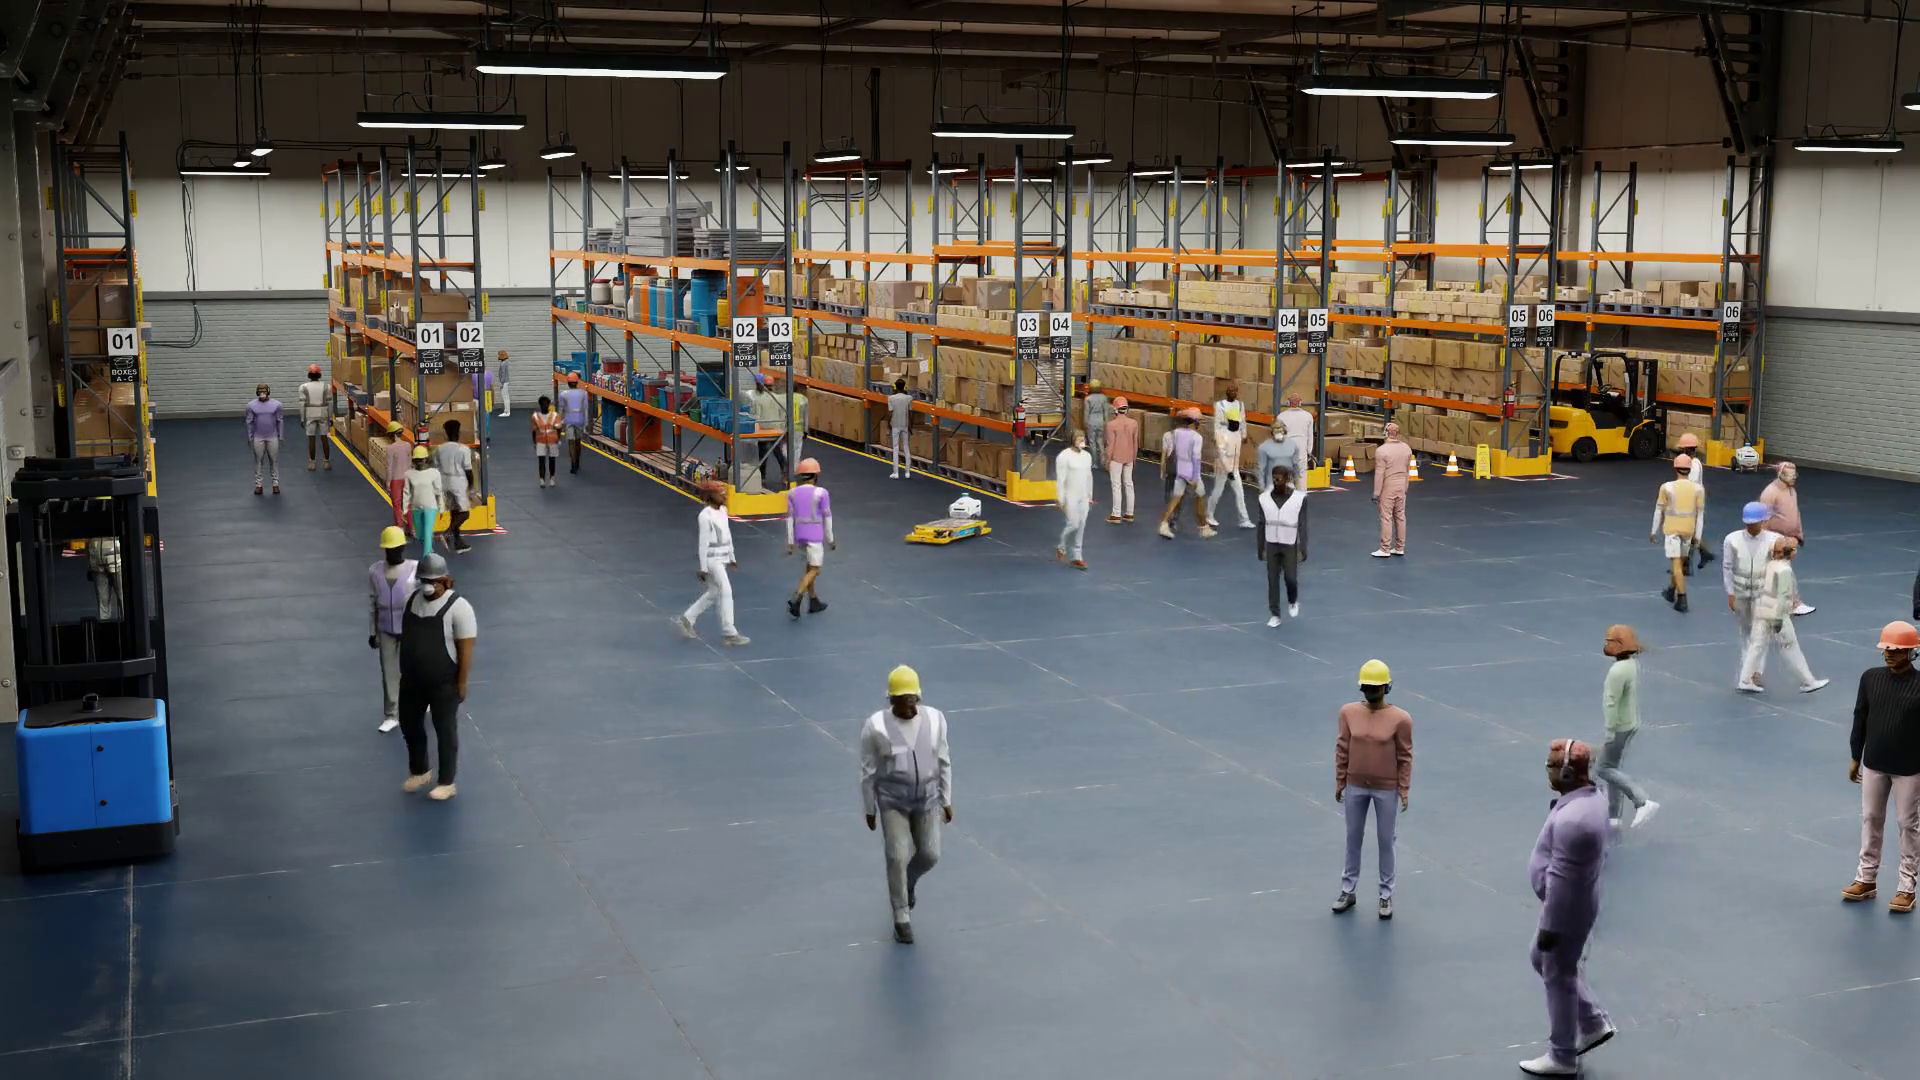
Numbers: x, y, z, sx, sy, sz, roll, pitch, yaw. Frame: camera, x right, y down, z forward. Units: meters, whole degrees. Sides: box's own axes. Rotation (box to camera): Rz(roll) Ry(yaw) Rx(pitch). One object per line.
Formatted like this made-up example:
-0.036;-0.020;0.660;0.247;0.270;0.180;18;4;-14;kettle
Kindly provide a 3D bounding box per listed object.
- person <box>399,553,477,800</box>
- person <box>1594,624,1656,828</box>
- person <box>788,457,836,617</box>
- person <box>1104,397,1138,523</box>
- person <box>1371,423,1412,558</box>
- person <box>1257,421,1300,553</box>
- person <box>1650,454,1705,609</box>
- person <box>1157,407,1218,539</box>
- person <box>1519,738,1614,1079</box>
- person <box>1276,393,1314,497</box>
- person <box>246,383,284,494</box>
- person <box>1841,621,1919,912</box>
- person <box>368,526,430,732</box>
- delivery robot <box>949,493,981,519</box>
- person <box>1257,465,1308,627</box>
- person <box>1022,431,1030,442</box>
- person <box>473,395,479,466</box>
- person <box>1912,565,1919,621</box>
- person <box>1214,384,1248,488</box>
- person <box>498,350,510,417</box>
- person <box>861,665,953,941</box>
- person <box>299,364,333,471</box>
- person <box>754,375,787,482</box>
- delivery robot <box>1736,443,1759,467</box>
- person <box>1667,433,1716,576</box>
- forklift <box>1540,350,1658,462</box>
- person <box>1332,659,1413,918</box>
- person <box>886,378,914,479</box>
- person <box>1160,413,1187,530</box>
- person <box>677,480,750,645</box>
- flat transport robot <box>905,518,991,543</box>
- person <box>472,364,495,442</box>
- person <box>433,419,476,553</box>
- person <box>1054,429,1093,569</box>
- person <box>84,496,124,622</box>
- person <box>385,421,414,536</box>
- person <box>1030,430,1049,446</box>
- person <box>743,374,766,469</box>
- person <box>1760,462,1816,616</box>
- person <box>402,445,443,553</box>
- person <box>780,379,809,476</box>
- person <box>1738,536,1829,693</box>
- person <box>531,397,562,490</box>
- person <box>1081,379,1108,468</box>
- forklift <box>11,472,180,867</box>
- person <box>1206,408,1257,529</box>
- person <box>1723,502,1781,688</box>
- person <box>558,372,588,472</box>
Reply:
-4.335;1.115;17.212;0.718;2.000;0.535;4;9;23;person
5.127;1.456;16.196;0.461;1.615;0.514;5;10;31;person
-1.848;-0.031;25.184;0.545;1.911;0.845;5;10;32;person
2.538;-1.273;33.144;0.622;1.992;0.394;-6;10;-34;person
6.088;-0.710;29.686;0.639;1.910;0.402;-5;10;-31;person
4.588;-0.747;29.941;0.636;1.900;0.914;-1;9;-5;person
8.853;-0.115;25.808;0.563;1.892;0.984;0;9;-2;person
3.395;-1.001;31.377;1.038;2.004;0.615;-6;10;-34;person
3.315;2.024;11.518;0.427;1.895;0.648;4;9;23;person
5.557;-1.488;34.874;0.641;1.909;0.409;-1;9;-4;person
-12.194;-1.788;36.762;0.636;1.938;0.358;-2;9;-15;person
6.417;1.538;14.407;0.381;1.994;0.622;-7;11;-39;person
-5.238;0.797;19.633;0.602;1.912;0.730;1;9;8;person
0.084;-0.490;32.533;0.477;0.478;0.707;2;9;16;delivery robot
3.788;0.057;24.584;0.626;1.900;0.494;4;9;23;person
1.411;-3.067;45.780;0.625;1.795;0.753;2;9;14;person
-9.526;-2.193;40.531;0.500;1.621;0.335;-4;9;-25;person
9.799;0.678;20.787;0.660;1.794;0.913;6;10;33;person
4.858;-1.871;37.583;0.574;1.863;0.418;-4;9;-23;person
-11.240;-3.857;51.573;0.275;1.632;0.507;0;9;-2;person
-0.365;1.704;13.894;0.610;1.813;0.593;-3;9;-19;person
-12.370;-2.363;40.256;0.615;2.040;0.391;-3;9;-21;person
-3.446;-2.024;38.277;0.619;1.966;0.857;-5;10;-31;person
15.023;-1.603;39.956;0.477;0.478;0.707;2;9;13;delivery robot
9.827;-0.476;28.092;0.531;1.923;0.543;2;9;14;person
12.897;-2.725;42.309;2.313;2.155;1.214;-3;9;-21;forklift
2.801;1.677;14.234;0.524;1.769;0.325;4;10;27;person
-1.120;-2.079;38.940;0.537;1.869;0.312;-3;9;-18;person
3.360;-1.053;32.316;0.530;1.813;0.509;1;9;6;person
-2.796;0.237;23.563;0.853;1.857;0.578;2;9;12;person
-0.168;-0.152;31.535;0.652;0.197;1.431;5;10;31;flat transport robot
-10.395;-3.015;45.421;0.585;1.793;0.963;-2;9;-14;person
-7.236;-0.755;29.849;0.617;1.950;0.731;4;9;26;person
1.585;-0.564;28.633;0.649;1.929;0.442;-8;12;-43;person
-9.439;0.290;23.263;0.590;1.833;0.404;1;9;4;person
-8.446;-0.910;31.490;0.319;1.767;0.532;5;10;28;person
1.683;-2.850;44.648;0.541;1.695;0.316;1;9;8;person
-3.766;-2.160;39.344;0.633;1.913;0.717;-6;11;-36;person
9.954;-0.021;25.239;0.957;1.847;0.780;8;12;43;person
-7.267;-0.438;28.449;0.529;1.740;0.761;1;9;6;person
-3.134;-2.093;39.190;0.638;1.823;0.677;-1;9;-8;person
8.246;0.757;20.937;0.879;1.591;0.542;0;9;2;person
-7.392;-1.745;37.446;0.547;1.649;0.896;-2;9;-10;person
2.610;-2.262;40.601;0.495;1.727;0.366;-4;9;-23;person
-6.630;0.886;15.957;1.129;2.768;1.873;-3;9;-21;forklift
4.169;-1.117;32.537;0.577;1.876;0.975;-6;11;-37;person
8.102;0.542;21.421;0.589;1.875;1.003;4;10;26;person
-7.386;-2.254;40.058;0.563;1.894;0.995;-3;9;-17;person
